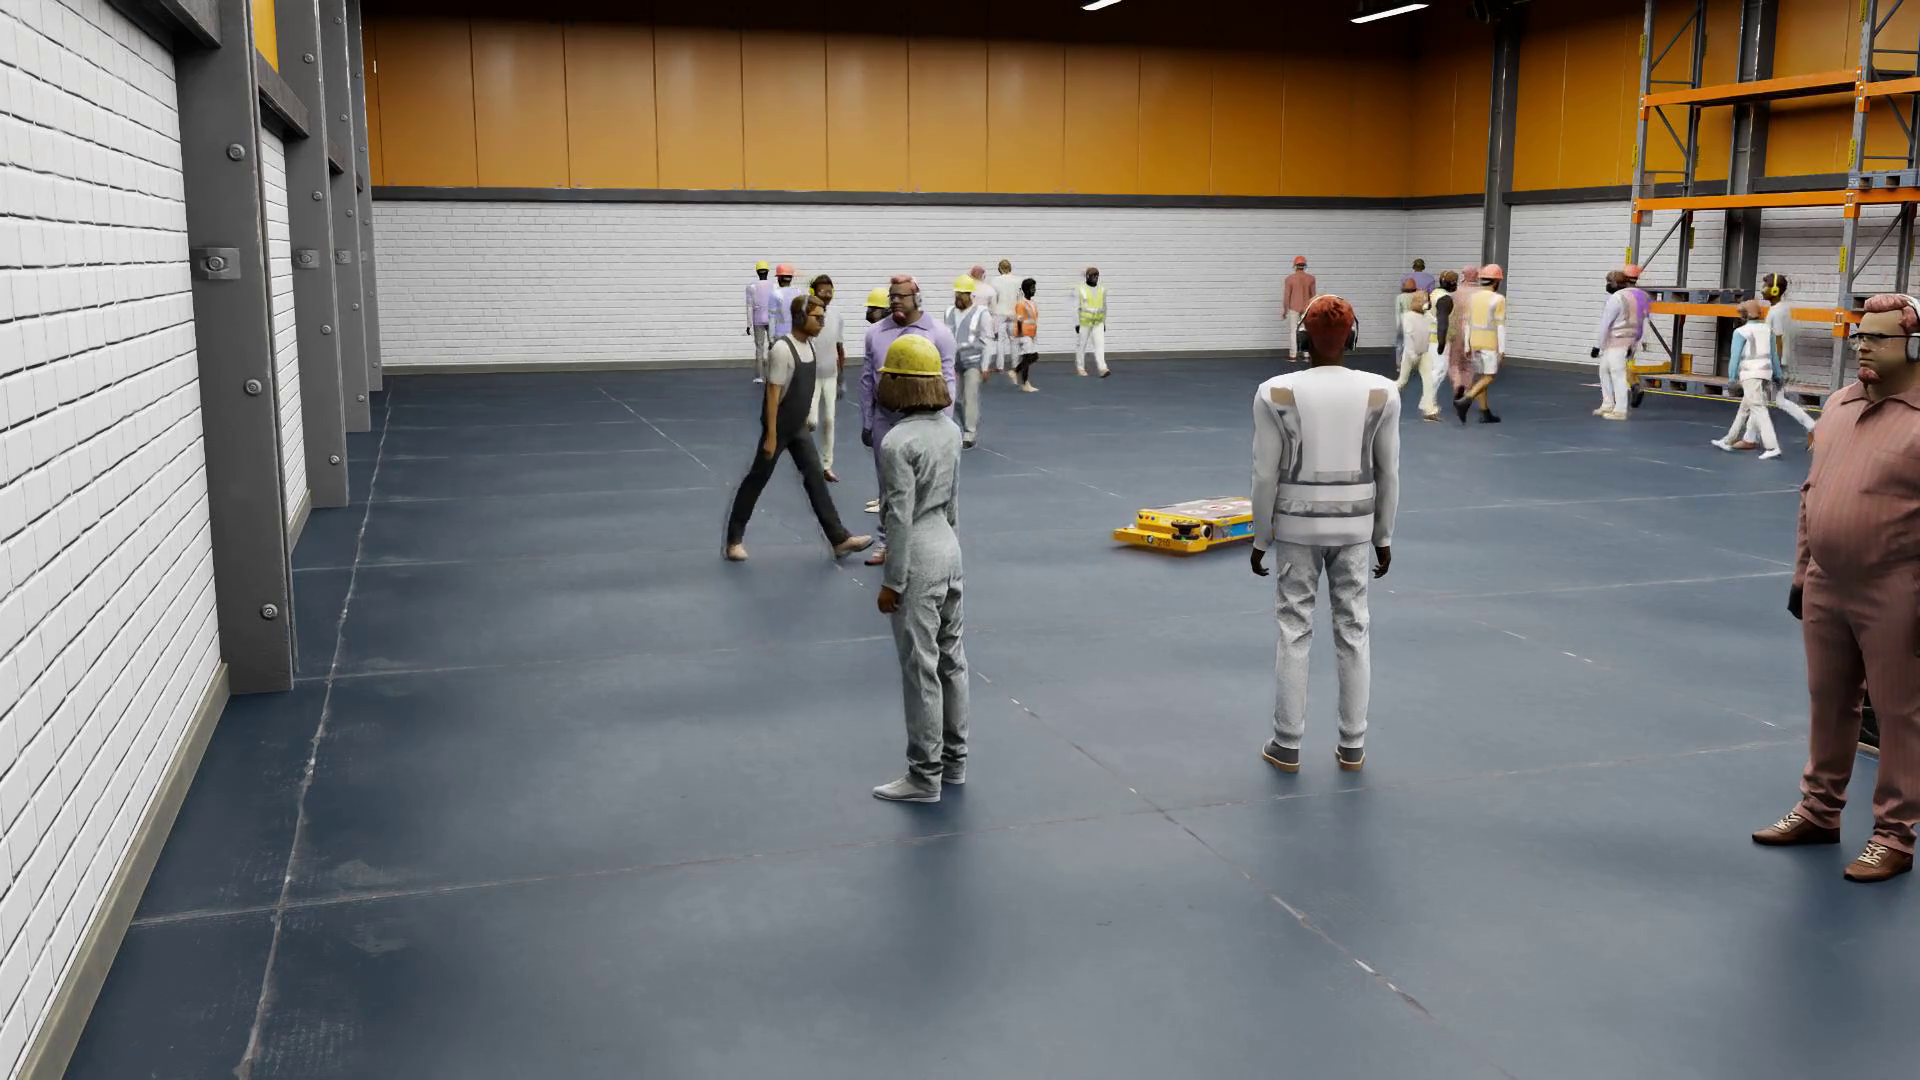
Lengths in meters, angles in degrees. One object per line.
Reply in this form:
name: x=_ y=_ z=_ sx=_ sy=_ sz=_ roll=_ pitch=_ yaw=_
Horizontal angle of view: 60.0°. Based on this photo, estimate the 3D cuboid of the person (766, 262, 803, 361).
person: x=-2.245 y=-2.628 z=21.545 sx=0.561 sy=1.918 sz=0.460 roll=-8 pitch=13 yaw=-38

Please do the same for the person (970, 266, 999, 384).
person: x=0.264 y=-3.161 z=24.848 sx=0.656 sy=1.841 sz=1.011 roll=3 pitch=10 yaw=18

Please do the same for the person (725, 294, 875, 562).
person: x=-1.121 y=-0.729 z=10.965 sx=1.029 sy=1.774 sz=0.596 roll=4 pitch=11 yaw=23

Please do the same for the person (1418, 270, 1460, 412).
person: x=6.177 y=-2.552 z=21.420 sx=0.437 sy=1.826 sz=0.791 roll=1 pitch=10 yaw=4

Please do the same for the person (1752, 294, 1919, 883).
person: x=2.985 y=0.156 z=5.468 sx=0.407 sy=1.910 sz=0.639 roll=-3 pitch=10 yaw=-19

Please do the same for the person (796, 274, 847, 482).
person: x=-1.279 y=-1.449 z=14.916 sx=0.545 sy=1.853 sz=0.522 roll=-5 pitch=11 yaw=-27

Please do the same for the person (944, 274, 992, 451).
person: x=0.081 y=-1.833 z=17.227 sx=0.596 sy=1.820 sz=0.511 roll=6 pitch=12 yaw=33

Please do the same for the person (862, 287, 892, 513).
person: x=-0.619 y=-1.100 z=13.133 sx=0.296 sy=1.772 sz=0.533 roll=0 pitch=10 yaw=1

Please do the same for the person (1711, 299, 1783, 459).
person: x=7.974 y=-1.611 z=16.695 sx=0.557 sy=1.586 sz=0.946 roll=-5 pitch=11 yaw=-25

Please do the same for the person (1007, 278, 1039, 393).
person: x=0.929 y=-2.999 z=24.377 sx=0.459 sy=1.678 sz=0.543 roll=5 pitch=11 yaw=25

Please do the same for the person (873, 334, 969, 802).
person: x=-0.165 y=0.108 z=6.218 sx=0.312 sy=1.744 sz=0.487 roll=5 pitch=11 yaw=28

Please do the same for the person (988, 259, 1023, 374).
person: x=0.764 y=-3.755 z=28.034 sx=0.628 sy=1.935 sz=0.373 roll=-3 pitch=10 yaw=-19

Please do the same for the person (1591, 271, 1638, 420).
person: x=8.016 y=-2.392 z=20.467 sx=0.612 sy=1.816 sz=0.651 roll=8 pitch=13 yaw=38

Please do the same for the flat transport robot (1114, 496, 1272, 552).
flat transport robot: x=1.807 y=-0.130 z=11.852 sx=1.431 sy=0.197 sz=0.652 roll=-9 pitch=13 yaw=-44

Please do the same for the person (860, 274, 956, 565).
person: x=-0.359 y=-0.766 z=10.810 sx=0.650 sy=1.906 sz=0.403 roll=3 pitch=10 yaw=19

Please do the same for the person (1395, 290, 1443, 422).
person: x=5.557 y=-2.262 z=20.378 sx=0.499 sy=1.596 sz=0.859 roll=-6 pitch=11 yaw=-30

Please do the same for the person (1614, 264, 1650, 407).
person: x=8.959 y=-2.732 z=22.219 sx=0.549 sy=1.907 sz=0.912 roll=-2 pitch=10 yaw=-11

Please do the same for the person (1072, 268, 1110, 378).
person: x=2.162 y=-3.550 z=27.247 sx=0.650 sy=1.789 sz=0.943 roll=-4 pitch=10 yaw=-20

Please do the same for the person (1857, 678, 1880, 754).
person: x=3.980 y=-0.080 z=6.726 sx=0.618 sy=1.953 sz=0.398 roll=-8 pitch=12 yaw=-37

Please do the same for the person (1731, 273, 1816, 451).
person: x=8.441 y=-1.815 z=17.088 sx=0.845 sy=1.840 sz=0.528 roll=7 pitch=12 yaw=37

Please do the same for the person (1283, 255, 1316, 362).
person: x=6.378 y=-4.343 z=31.261 sx=0.621 sy=1.991 sz=0.399 roll=-1 pitch=10 yaw=-8

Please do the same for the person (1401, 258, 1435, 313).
person: x=8.799 y=-4.446 z=32.012 sx=0.655 sy=1.935 sz=0.375 roll=2 pitch=10 yaw=11

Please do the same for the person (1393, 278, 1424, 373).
person: x=7.648 y=-3.657 z=28.404 sx=0.507 sy=1.613 sz=0.642 roll=1 pitch=10 yaw=4

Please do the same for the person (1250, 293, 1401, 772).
person: x=1.423 y=-0.017 z=6.536 sx=0.575 sy=1.885 sz=0.355 roll=0 pitch=10 yaw=0

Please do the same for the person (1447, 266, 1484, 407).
person: x=6.555 y=-2.599 z=21.510 sx=0.686 sy=1.878 sz=0.671 roll=1 pitch=10 yaw=3

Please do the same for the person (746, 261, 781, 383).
person: x=-3.078 y=-3.421 z=26.148 sx=0.586 sy=1.917 sz=0.380 roll=-3 pitch=10 yaw=-17

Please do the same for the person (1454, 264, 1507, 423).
person: x=6.183 y=-2.316 z=19.748 sx=0.792 sy=1.916 sz=0.561 roll=-6 pitch=12 yaw=-32
